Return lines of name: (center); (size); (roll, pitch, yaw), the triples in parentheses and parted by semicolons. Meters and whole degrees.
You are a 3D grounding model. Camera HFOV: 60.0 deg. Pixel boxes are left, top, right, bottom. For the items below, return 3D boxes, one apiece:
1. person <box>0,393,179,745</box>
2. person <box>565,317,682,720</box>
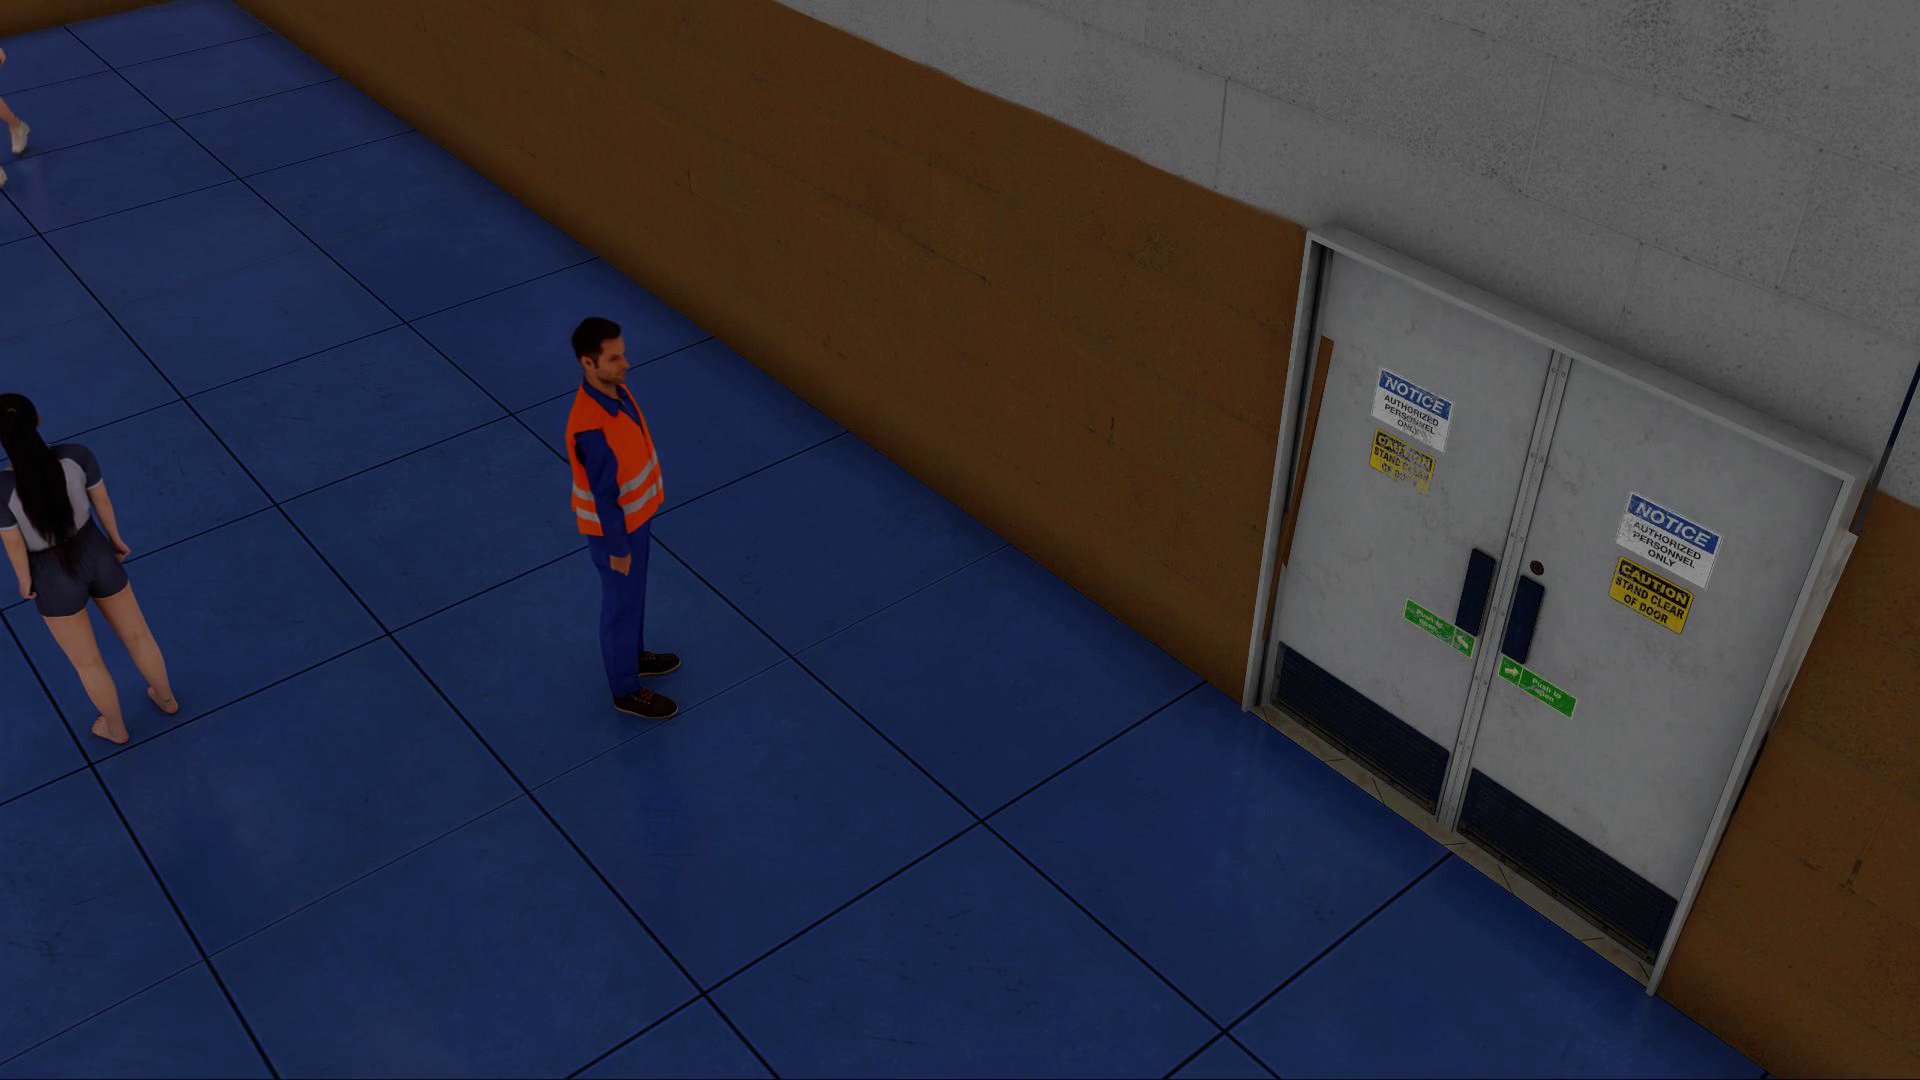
person: (-3.574, 0.127, 6.730); (0.695, 1.650, 0.516); (25, 44, 30)
person: (-1.403, -0.088, 6.840); (0.818, 1.862, 0.793); (-2, 37, -3)
